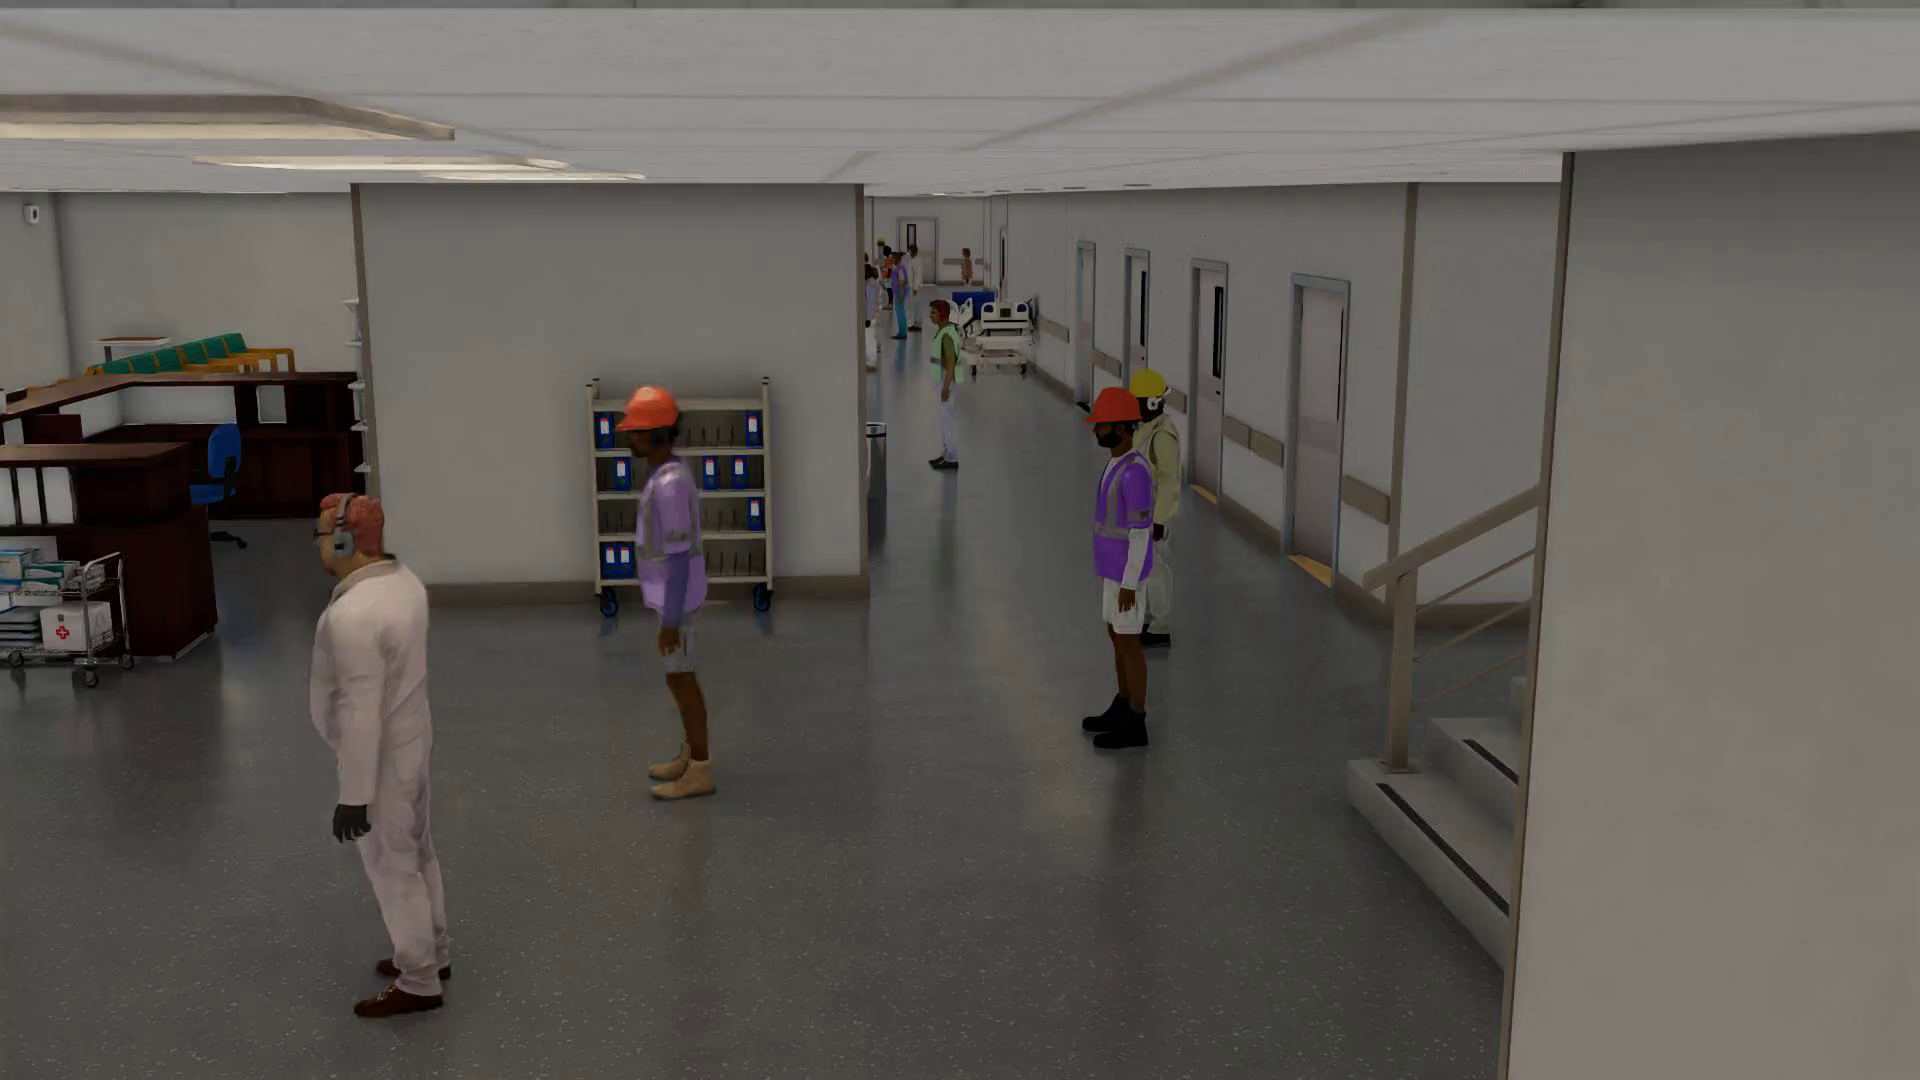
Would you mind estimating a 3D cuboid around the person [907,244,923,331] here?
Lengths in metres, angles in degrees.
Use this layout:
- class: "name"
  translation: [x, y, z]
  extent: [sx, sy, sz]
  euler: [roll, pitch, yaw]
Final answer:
- class: "person"
  translation: [-1.010, -5.637, 37.162]
  extent: [0.356, 1.936, 0.635]
  euler: [-1, 12, -6]

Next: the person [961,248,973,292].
- class: "person"
  translation: [0.187, -6.966, 44.388]
  extent: [0.310, 1.638, 0.522]
  euler: [-1, 12, -6]

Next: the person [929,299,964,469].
- class: "person"
  translation: [-0.148, -1.701, 18.165]
  extent: [0.373, 1.840, 0.570]
  euler: [-1, 12, -6]

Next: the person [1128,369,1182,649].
- class: "person"
  translation: [1.232, -0.205, 10.883]
  extent: [0.404, 1.827, 0.600]
  euler: [-1, 12, -6]

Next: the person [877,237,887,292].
- class: "person"
  translation: [-2.470, -8.726, 52.784]
  extent: [0.378, 1.731, 0.505]
  euler: [0, 12, 2]

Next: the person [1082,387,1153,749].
- class: "person"
  translation: [0.835, 0.150, 8.884]
  extent: [0.373, 1.934, 0.551]
  euler: [-1, 12, -6]

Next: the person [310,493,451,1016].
- class: "person"
  translation: [-2.086, 0.776, 5.967]
  extent: [0.444, 1.895, 0.690]
  euler: [0, 12, -2]

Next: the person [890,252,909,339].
- class: "person"
  translation: [-1.277, -5.138, 35.021]
  extent: [0.401, 1.830, 0.604]
  euler: [-2, 12, -12]

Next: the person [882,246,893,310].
- class: "person"
  translation: [-1.926, -7.005, 44.438]
  extent: [0.317, 1.695, 0.540]
  euler: [-1, 12, -6]

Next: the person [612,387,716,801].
- class: "person"
  translation: [-1.434, 0.277, 8.076]
  extent: [0.445, 2.029, 0.644]
  euler: [-2, 12, -11]
